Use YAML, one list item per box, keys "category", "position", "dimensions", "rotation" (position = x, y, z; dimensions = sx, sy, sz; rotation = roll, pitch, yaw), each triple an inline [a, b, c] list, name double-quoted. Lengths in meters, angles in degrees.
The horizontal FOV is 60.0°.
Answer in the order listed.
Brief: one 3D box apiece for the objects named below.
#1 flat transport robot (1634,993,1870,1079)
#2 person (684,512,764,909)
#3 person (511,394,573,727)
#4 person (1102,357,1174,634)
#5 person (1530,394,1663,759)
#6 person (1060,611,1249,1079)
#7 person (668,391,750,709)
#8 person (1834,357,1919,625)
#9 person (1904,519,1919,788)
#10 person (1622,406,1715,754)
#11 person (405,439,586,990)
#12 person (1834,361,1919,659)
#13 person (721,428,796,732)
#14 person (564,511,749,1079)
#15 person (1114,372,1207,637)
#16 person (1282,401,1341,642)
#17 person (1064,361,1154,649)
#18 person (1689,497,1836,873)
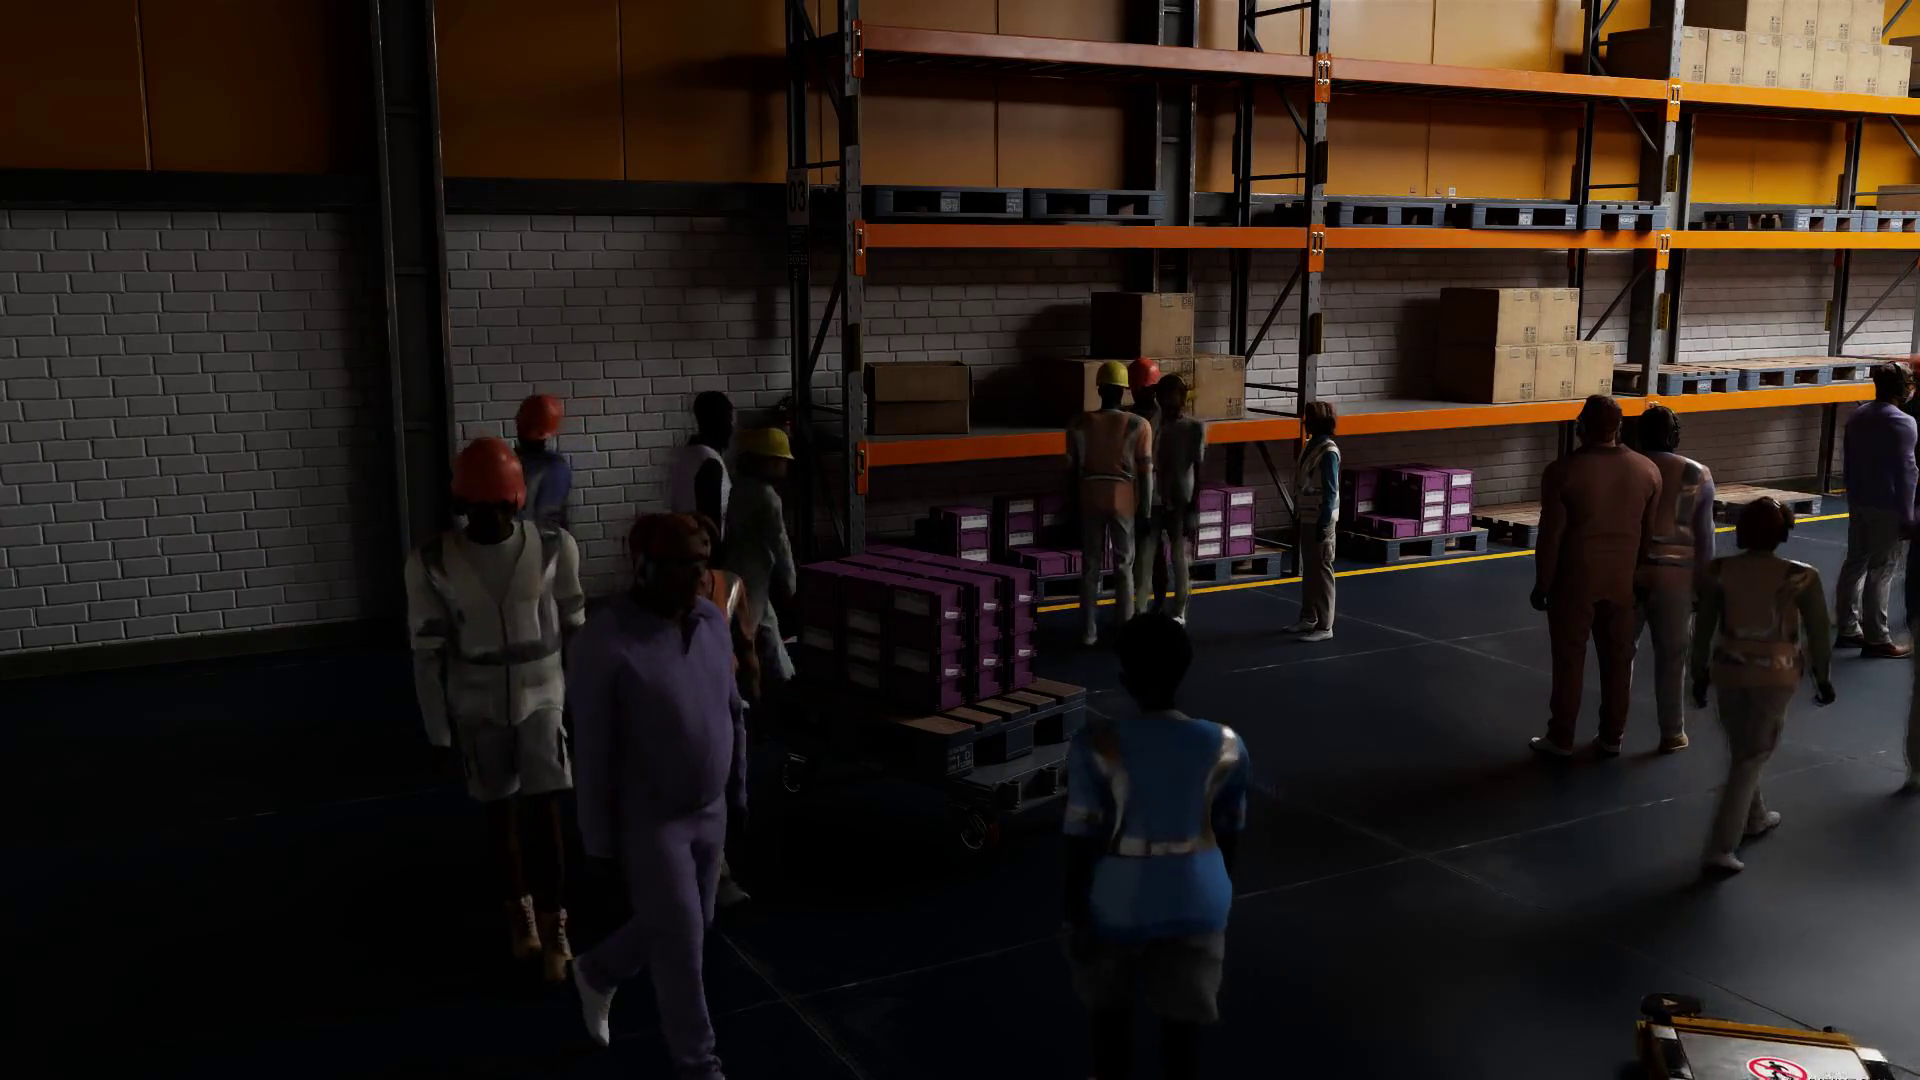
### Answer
- category: "flat transport robot"
  position: [2.369, 1.702, 4.735]
  dimensions: [0.652, 0.197, 1.431]
  rotation: [3, 10, 14]
- category: "person"
  position: [-1.052, 0.677, 6.806]
  dimensions: [0.538, 1.586, 0.848]
  rotation: [-8, 12, -38]
- category: "person"
  position: [-2.361, 0.110, 9.283]
  dimensions: [0.564, 1.889, 0.615]
  rotation: [-7, 12, -37]
- category: "person"
  position: [1.246, -0.289, 11.416]
  dimensions: [0.543, 1.933, 0.363]
  rotation: [6, 12, 33]
- category: "person"
  position: [3.289, 0.196, 8.691]
  dimensions: [0.641, 1.913, 0.407]
  rotation: [-1, 10, -7]
- category: "person"
  position: [0.523, 1.022, 4.663]
  dimensions: [0.541, 1.640, 0.812]
  rotation: [-1, 10, -6]
- category: "person"
  position: [-1.499, 0.102, 9.313]
  dimensions: [0.680, 1.888, 0.616]
  rotation: [-4, 11, -22]
- category: "person"
  position: [6.653, -0.347, 11.708]
  dimensions: [0.972, 1.959, 0.620]
  rotation: [-3, 10, -19]
- category: "person"
  position: [5.002, 0.417, 8.344]
  dimensions: [0.503, 1.588, 0.849]
  rotation: [8, 13, 39]
- category: "person"
  position: [3.653, 0.212, 8.817]
  dimensions: [0.619, 1.837, 0.430]
  rotation: [6, 11, 30]
- category: "person"
  position: [-1.623, 0.627, 5.960]
  dimensions: [0.637, 1.993, 0.714]
  rotation: [-3, 10, -16]
- category: "person"
  position: [6.021, -0.200, 10.889]
  dimensions: [0.372, 1.940, 0.631]
  rotation: [-1, 10, -6]
- category: "person"
  position: [-1.042, 0.234, 9.077]
  dimensions: [0.908, 1.692, 0.493]
  rotation: [-5, 11, -27]
- category: "person"
  position: [-0.957, 0.823, 5.188]
  dimensions: [0.823, 1.880, 0.651]
  rotation: [6, 12, 31]
- category: "person"
  position: [1.364, -0.212, 11.268]
  dimensions: [0.536, 1.828, 0.882]
  rotation: [6, 12, 33]
- category: "person"
  position: [2.426, -0.131, 11.337]
  dimensions: [0.307, 1.645, 0.513]
  rotation: [-1, 10, -8]
- category: "person"
  position: [0.994, -0.227, 11.082]
  dimensions: [0.594, 1.922, 0.386]
  rotation: [3, 10, 17]
- category: "person"
  position: [3.446, 0.612, 7.214]
  dimensions: [0.882, 1.593, 0.525]
  rotation: [-8, 13, -38]
